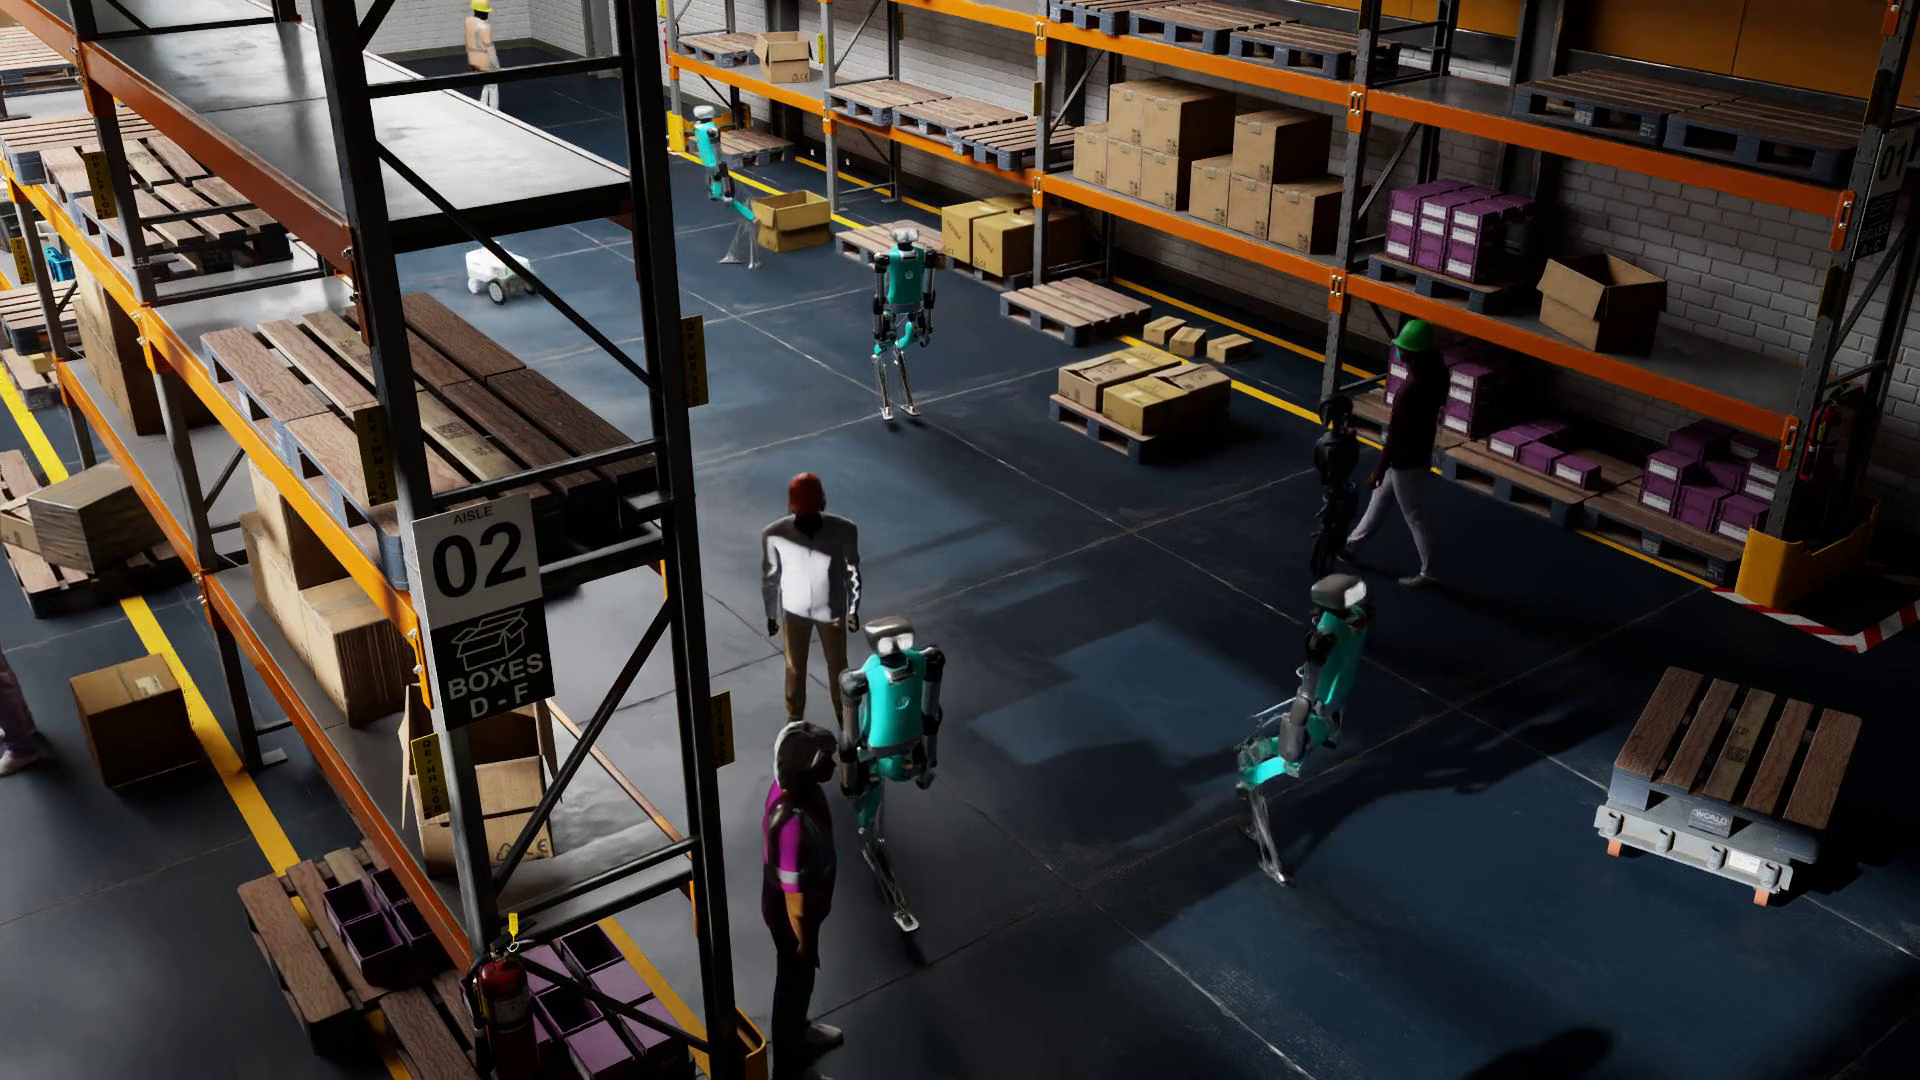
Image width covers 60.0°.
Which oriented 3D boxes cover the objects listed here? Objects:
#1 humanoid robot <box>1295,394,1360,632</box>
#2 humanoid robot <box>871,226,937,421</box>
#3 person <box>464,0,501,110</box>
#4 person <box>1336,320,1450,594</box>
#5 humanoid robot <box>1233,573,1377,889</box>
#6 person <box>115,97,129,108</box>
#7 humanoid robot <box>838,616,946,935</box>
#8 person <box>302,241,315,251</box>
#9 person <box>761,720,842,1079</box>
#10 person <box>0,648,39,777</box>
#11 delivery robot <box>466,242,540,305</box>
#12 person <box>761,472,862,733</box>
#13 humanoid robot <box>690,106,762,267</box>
[{"bbox_3d":[2.401,-0.166,10.755,0.315,1.647,0.611,7,28,14],"label":"humanoid robot"},{"bbox_3d":[-0.532,-1.856,13.897,0.533,1.677,0.735,-10,28,-18],"label":"humanoid robot"},{"bbox_3d":[-6.771,-6.818,23.742,0.625,1.886,0.432,23,35,38],"label":"person"},{"bbox_3d":[2.967,-0.584,11.333,0.986,1.893,0.517,16,31,29],"label":"person"},{"bbox_3d":[1.641,0.912,8.522,0.798,1.765,0.540,21,34,36],"label":"humanoid robot"},{"bbox_3d":[-10.348,-5.123,20.273,0.401,1.986,0.610,7,28,14],"label":"person"},{"bbox_3d":[-0.426,1.068,8.227,0.553,1.759,0.934,-14,30,-25],"label":"humanoid robot"},{"bbox_3d":[-5.641,-2.088,14.535,0.491,1.715,0.594,-11,29,-21],"label":"person"},{"bbox_3d":[-0.673,1.563,7.137,0.354,1.839,0.512,0,27,1],"label":"person"},{"bbox_3d":[-5.606,0.442,9.312,0.404,1.895,0.659,-15,30,-28],"label":"person"},{"bbox_3d":[-4.769,-2.787,17.205,0.777,0.587,0.499,20,33,34],"label":"delivery robot"},{"bbox_3d":[-0.851,0.394,9.572,0.576,1.739,0.384,-3,27,-6],"label":"person"},{"bbox_3d":[-2.443,-3.808,17.945,0.807,1.786,0.547,-17,31,-30],"label":"humanoid robot"}]
